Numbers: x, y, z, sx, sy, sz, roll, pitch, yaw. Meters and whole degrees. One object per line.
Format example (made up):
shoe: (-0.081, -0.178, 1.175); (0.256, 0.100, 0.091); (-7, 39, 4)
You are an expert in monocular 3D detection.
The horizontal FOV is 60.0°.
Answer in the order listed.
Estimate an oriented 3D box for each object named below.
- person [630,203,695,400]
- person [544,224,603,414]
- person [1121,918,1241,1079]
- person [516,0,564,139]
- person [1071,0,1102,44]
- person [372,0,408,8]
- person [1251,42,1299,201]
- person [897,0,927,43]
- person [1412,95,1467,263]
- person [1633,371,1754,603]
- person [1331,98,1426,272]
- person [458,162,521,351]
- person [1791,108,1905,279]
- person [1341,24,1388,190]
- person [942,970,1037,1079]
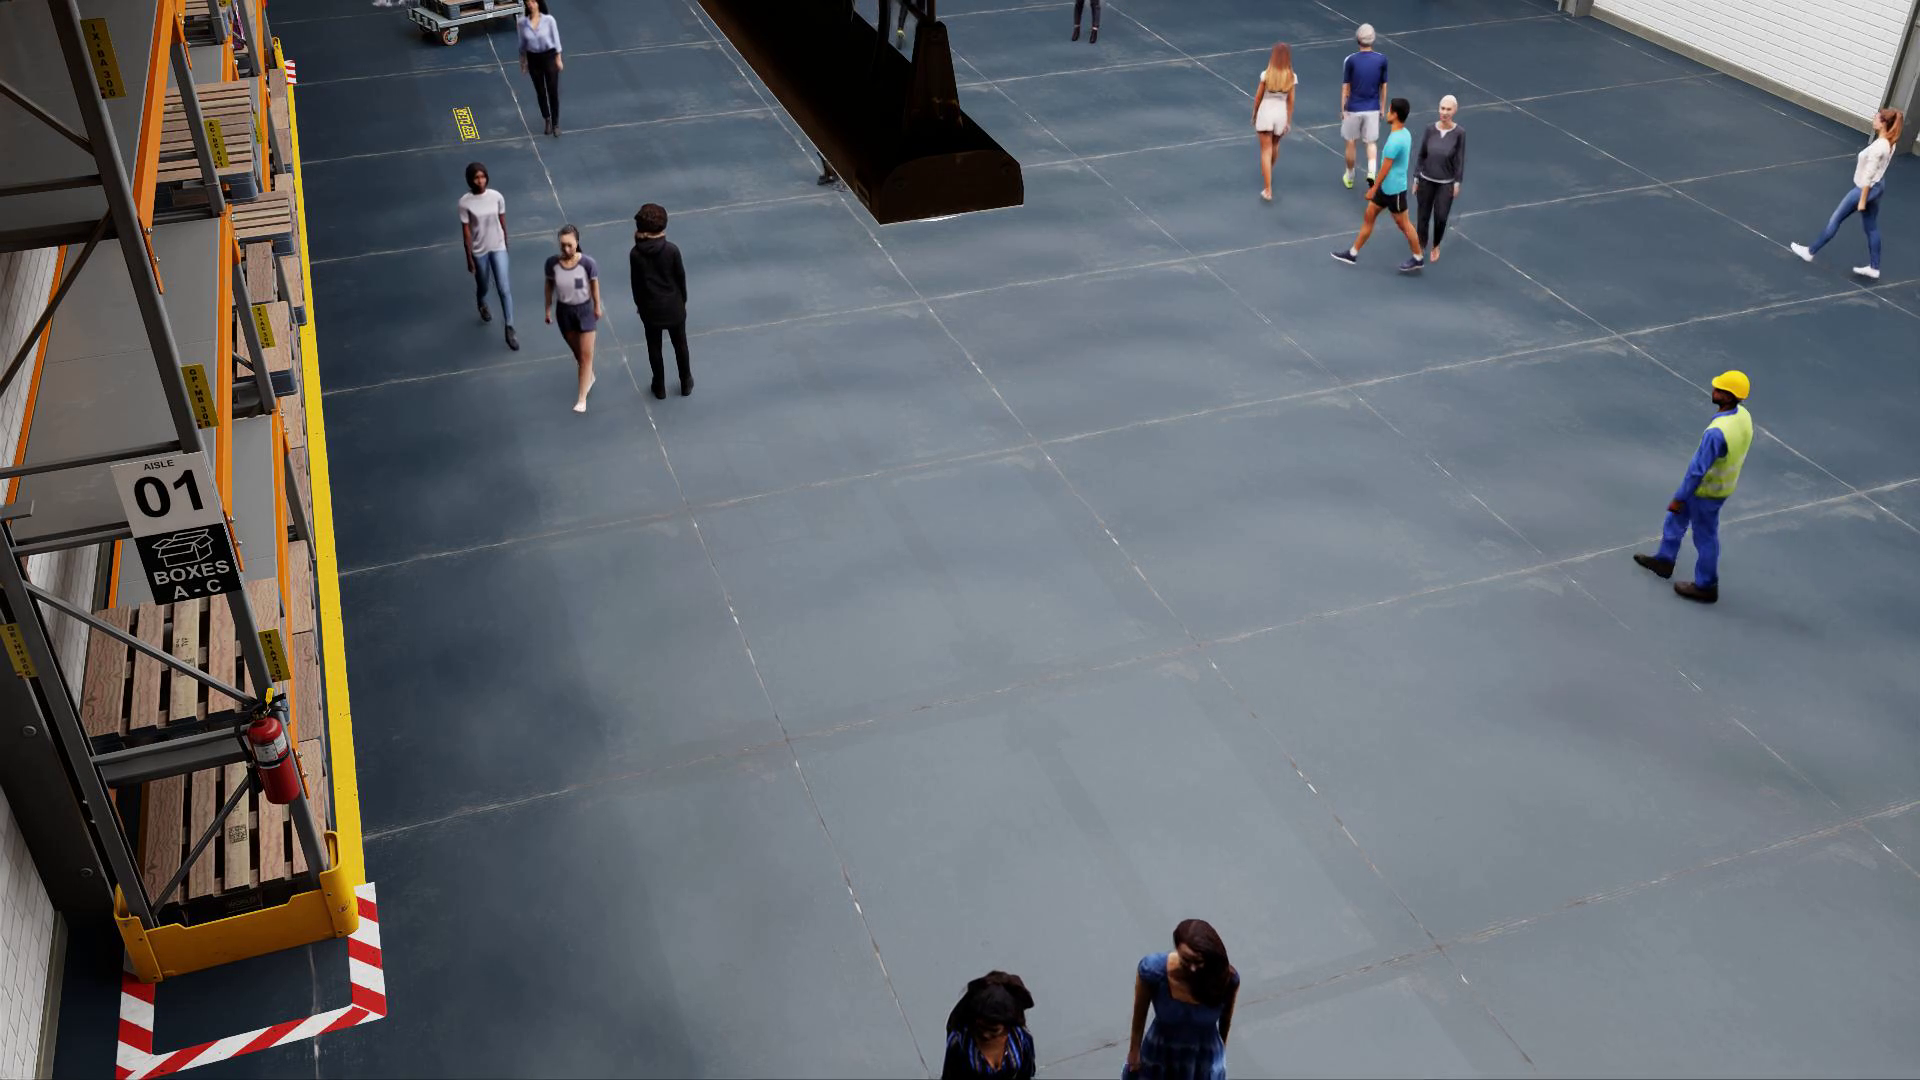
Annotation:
person: (-2.570, -2.046, 14.341); (0.667, 1.781, 0.656); (-5, 34, -7)
person: (-3.292, -1.961, 14.361); (0.918, 1.617, 1.088); (7, 34, 10)
person: (1.009, 2.348, 7.736); (0.962, 1.774, 1.203); (4, 34, 5)
person: (-4.998, -5.731, 19.927); (0.763, 1.734, 0.779); (-2, 34, -3)
person: (1.844, -7.818, 23.058); (0.730, 1.743, 0.794); (16, 37, 22)
person: (-8.411, -8.710, 24.342); (0.919, 1.807, 0.910); (-3, 34, -4)
person: (3.426, -4.552, 18.236); (0.872, 1.643, 1.201); (1, 34, 1)
person: (-0.686, -7.660, 23.018); (0.932, 1.525, 1.036); (11, 35, 16)
person: (4.863, -3.686, 16.863); (0.725, 1.721, 0.797); (17, 37, 23)
person: (5.388, -0.348, 11.773); (1.049, 1.797, 0.934); (24, 41, 32)
person: (4.387, -3.452, 16.513); (1.100, 1.717, 1.189); (8, 34, 12)
person: (-4.387, -2.656, 15.342); (0.723, 1.689, 1.148); (-17, 37, -24)
person: (9.050, -3.384, 16.455); (0.924, 1.669, 1.200); (-28, 42, -35)
person: (4.433, -4.699, 18.307); (0.840, 1.809, 1.039); (1, 34, 2)
person: (0.128, 2.561, 7.555); (0.630, 1.620, 0.588); (-7, 34, -10)
